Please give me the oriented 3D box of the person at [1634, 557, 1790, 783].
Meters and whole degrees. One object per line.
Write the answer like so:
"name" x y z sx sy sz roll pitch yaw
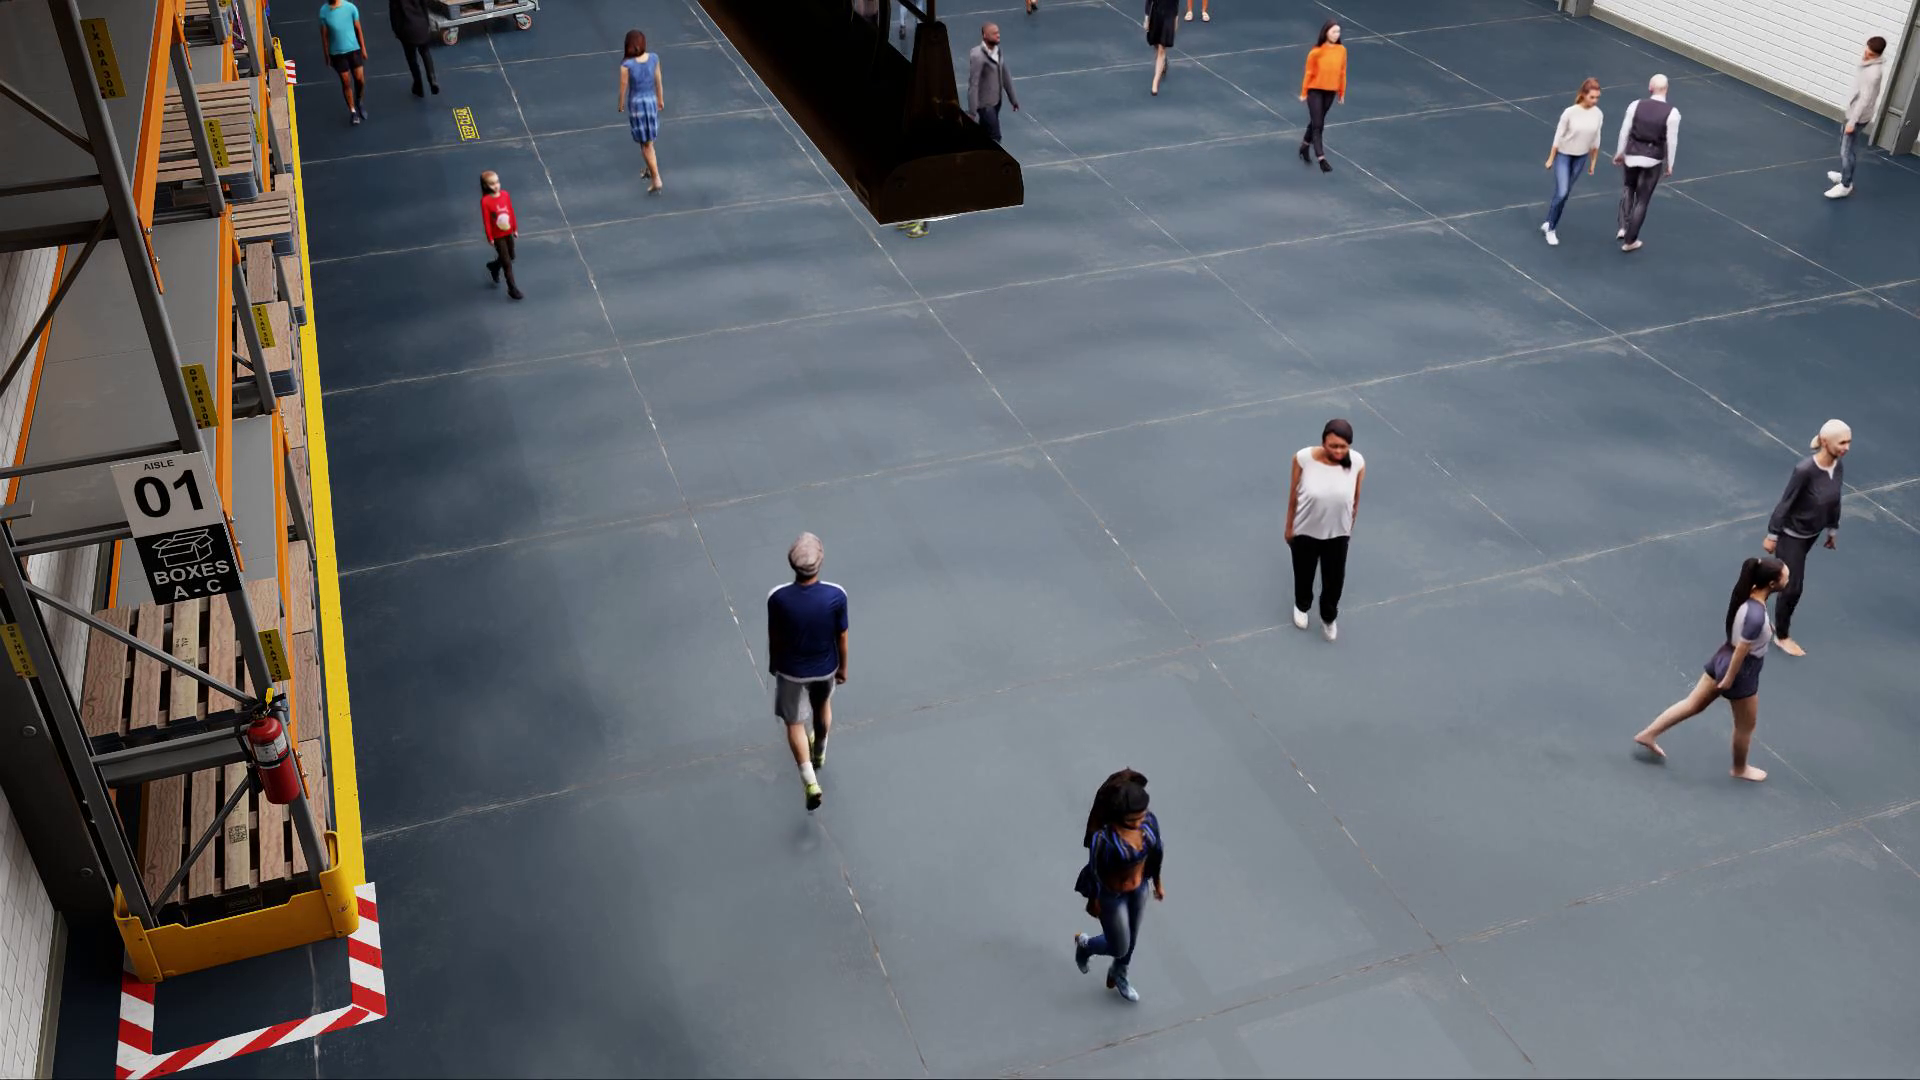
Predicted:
"person" 4.651 0.788 10.231 1.012 1.611 1.072 6 34 9

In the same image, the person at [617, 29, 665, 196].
"person" -3.418 -4.669 18.284 0.907 1.784 0.832 24 40 32

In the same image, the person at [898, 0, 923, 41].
"person" -0.644 -7.758 22.992 0.710 1.718 0.745 3 34 4

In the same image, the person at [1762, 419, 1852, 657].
"person" 5.732 -0.111 11.495 0.715 1.708 0.855 -17 37 -24

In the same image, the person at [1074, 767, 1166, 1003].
"person" 0.790 1.790 8.716 0.743 1.618 0.793 -26 42 -34

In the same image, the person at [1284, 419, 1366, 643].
"person" 2.506 -0.137 11.566 0.791 1.673 0.840 5 34 8

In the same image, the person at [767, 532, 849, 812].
"person" -0.912 0.806 10.016 0.679 1.819 1.085 -8 34 -12

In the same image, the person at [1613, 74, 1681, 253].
"person" 6.922 -3.817 16.982 0.792 1.806 0.906 25 41 33

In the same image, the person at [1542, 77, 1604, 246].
"person" 6.325 -3.984 17.325 0.733 1.706 0.860 -3 34 -4

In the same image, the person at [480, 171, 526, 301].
"person" -4.507 -2.997 16.236 0.881 1.267 0.753 23 40 30

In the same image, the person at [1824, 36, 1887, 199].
"person" 9.867 -4.640 18.216 1.016 1.811 0.869 15 37 22

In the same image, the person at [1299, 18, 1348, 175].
"person" 4.086 -5.092 18.994 0.622 1.704 1.080 -11 35 -15

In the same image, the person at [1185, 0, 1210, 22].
"person" 3.467 -8.344 23.892 0.658 1.696 0.680 4 34 6

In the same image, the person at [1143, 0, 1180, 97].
"person" 2.599 -6.647 21.329 1.018 1.707 1.213 8 34 12

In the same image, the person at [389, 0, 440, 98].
"person" -6.870 -6.444 20.970 0.742 1.766 0.863 -21 39 -28

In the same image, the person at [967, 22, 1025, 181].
"person" 0.247 -4.900 18.647 1.263 1.766 1.156 18 38 25

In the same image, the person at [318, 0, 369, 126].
"person" -7.494 -5.961 20.245 0.650 1.765 0.605 -12 35 -17
